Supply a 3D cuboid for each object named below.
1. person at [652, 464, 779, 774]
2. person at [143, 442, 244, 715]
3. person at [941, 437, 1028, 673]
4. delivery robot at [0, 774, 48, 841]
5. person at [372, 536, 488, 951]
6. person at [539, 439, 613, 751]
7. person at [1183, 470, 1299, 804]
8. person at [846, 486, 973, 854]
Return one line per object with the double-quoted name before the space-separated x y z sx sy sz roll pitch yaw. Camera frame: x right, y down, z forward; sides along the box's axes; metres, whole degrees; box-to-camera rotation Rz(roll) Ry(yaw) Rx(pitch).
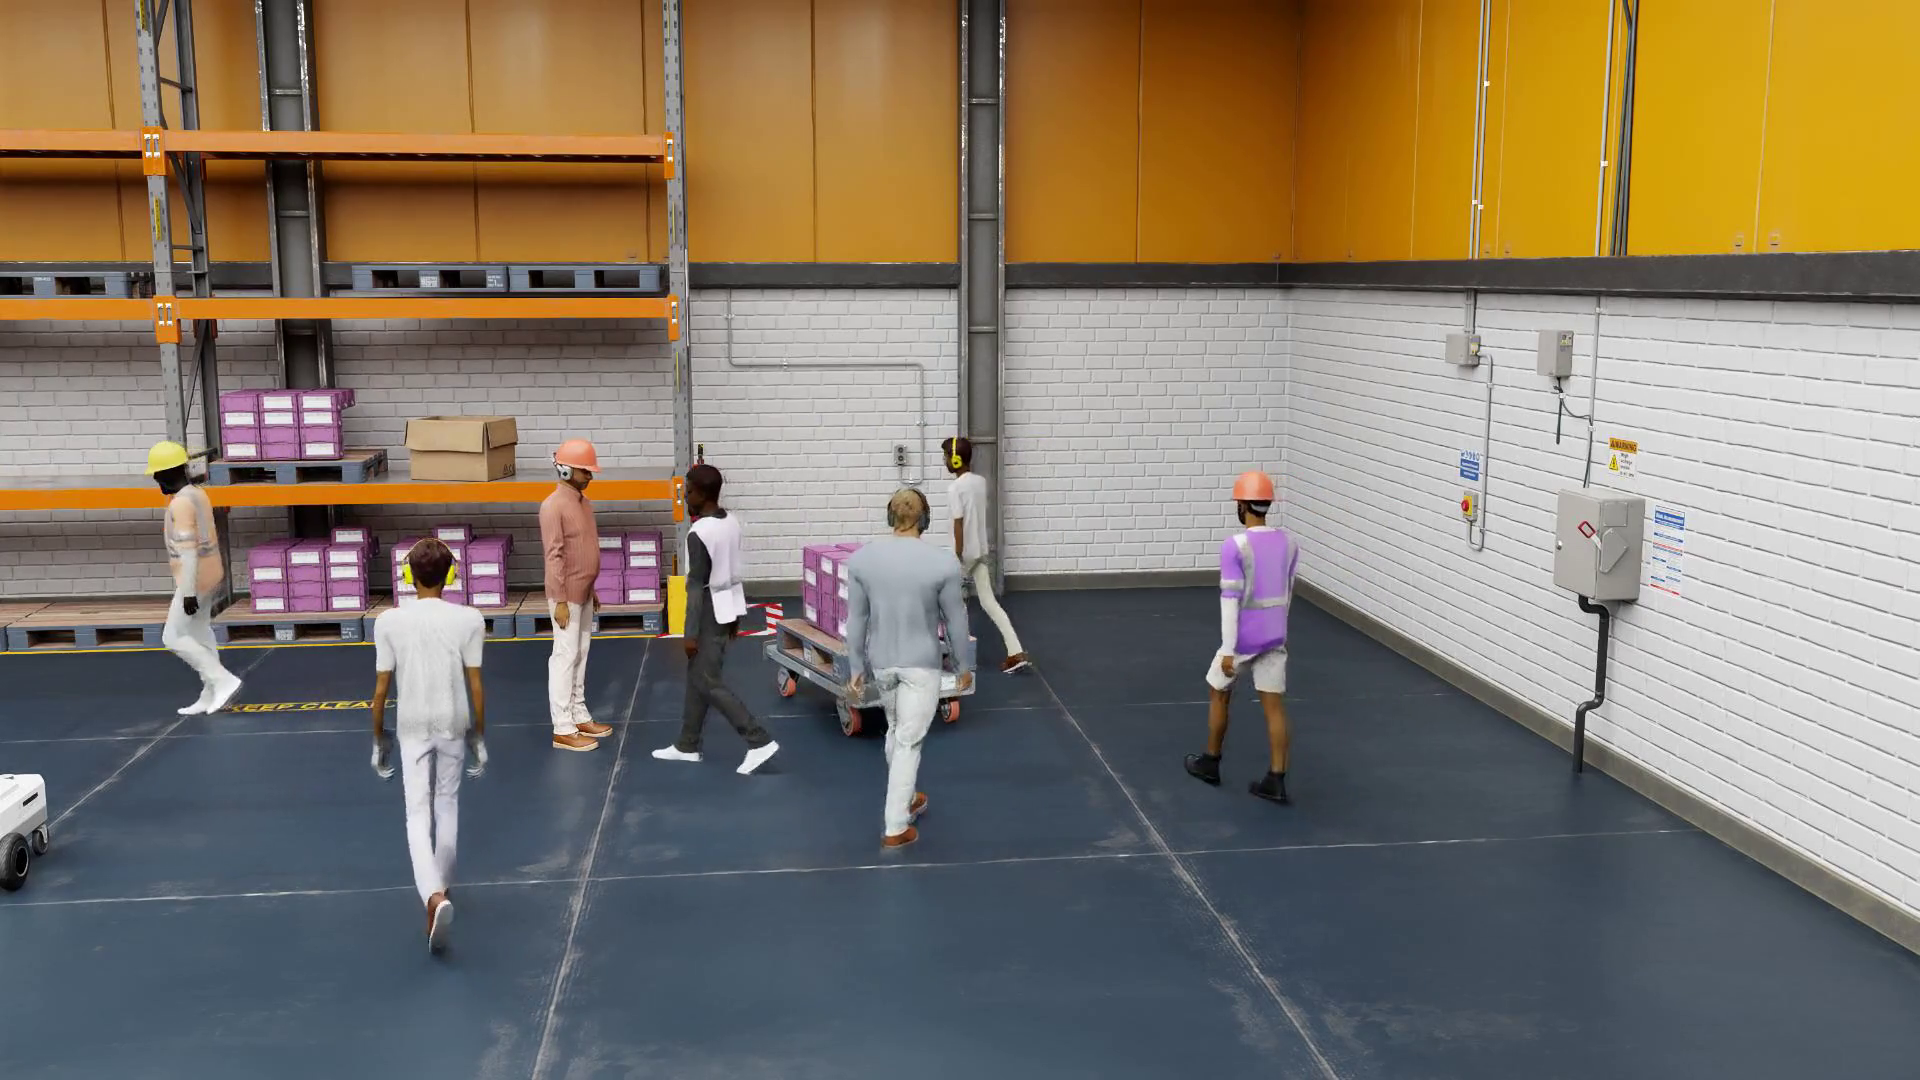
"person" -1.506 0.472 10.146 0.855 1.893 0.607 2 9 12
"person" -5.245 0.276 11.318 0.462 1.902 0.612 -2 9 -15
"person" 0.094 0.115 12.649 1.003 1.813 0.548 6 11 35
"delivery robot" -4.899 1.377 8.361 0.477 0.478 0.707 -1 9 -7
"person" -2.421 0.907 7.632 0.517 1.836 0.870 -4 10 -21
"person" -2.467 0.340 10.666 0.388 1.987 0.608 1 9 7
"person" 1.641 0.538 9.701 0.562 1.896 0.899 -5 10 -27
"person" -0.235 0.665 8.923 0.628 1.888 0.885 4 10 24
